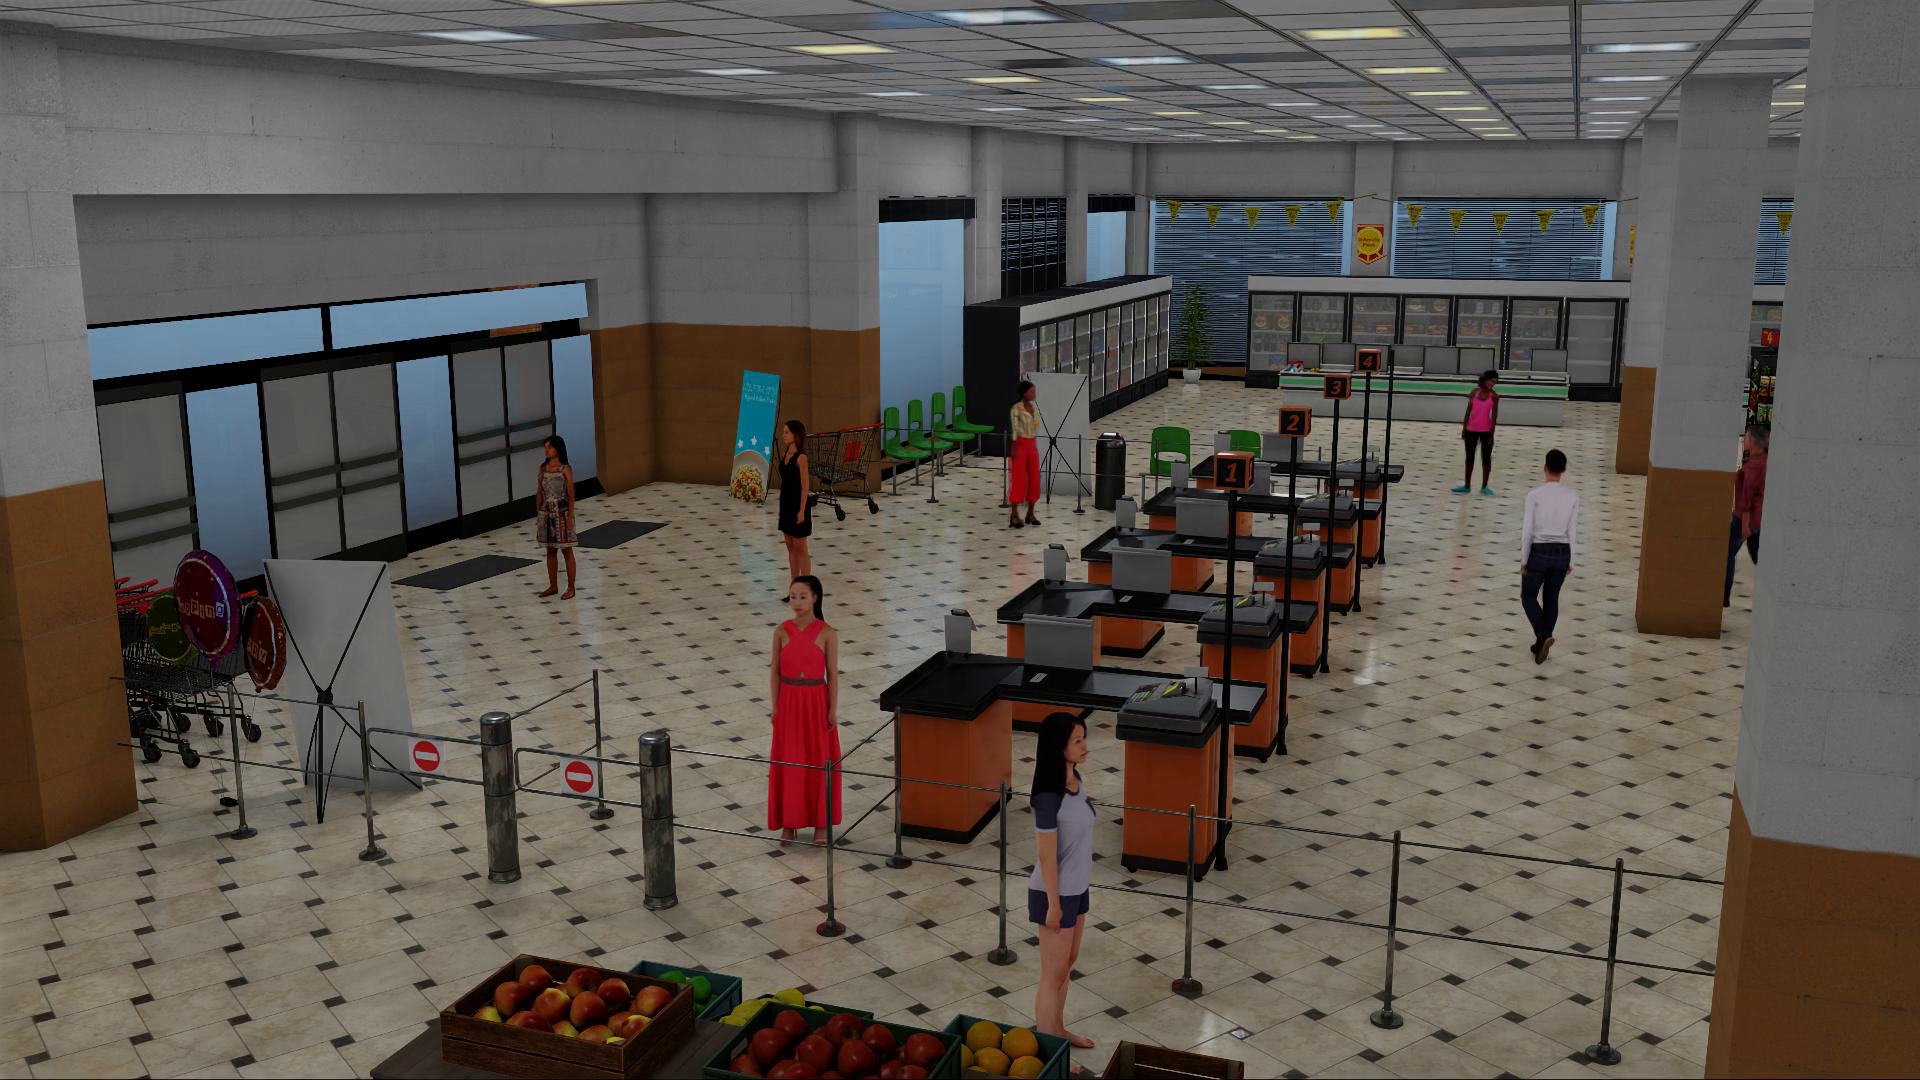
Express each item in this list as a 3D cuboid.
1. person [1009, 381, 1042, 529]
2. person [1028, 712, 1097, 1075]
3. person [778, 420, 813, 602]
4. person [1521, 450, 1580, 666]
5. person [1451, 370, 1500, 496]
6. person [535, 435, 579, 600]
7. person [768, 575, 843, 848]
[{"bbox_3d":[0.765,-1.033,20.114,0.687,1.786,0.695,-10,16,-40],"label":"person"},{"bbox_3d":[0.470,1.614,7.739,0.521,1.706,0.588,4,13,18],"label":"person"},{"bbox_3d":[-1.620,-0.266,16.356,0.722,1.835,0.627,-9,15,-36],"label":"person"},{"bbox_3d":[5.053,0.176,14.237,1.014,1.842,0.863,1,12,4],"label":"person"},{"bbox_3d":[6.909,-1.446,22.281,0.847,1.702,0.569,-11,16,-43],"label":"person"},{"bbox_3d":[-4.042,-0.240,16.691,0.472,1.645,0.716,5,13,23],"label":"person"},{"bbox_3d":[-0.963,1.061,10.316,0.588,1.727,0.730,1,12,6],"label":"person"}]
